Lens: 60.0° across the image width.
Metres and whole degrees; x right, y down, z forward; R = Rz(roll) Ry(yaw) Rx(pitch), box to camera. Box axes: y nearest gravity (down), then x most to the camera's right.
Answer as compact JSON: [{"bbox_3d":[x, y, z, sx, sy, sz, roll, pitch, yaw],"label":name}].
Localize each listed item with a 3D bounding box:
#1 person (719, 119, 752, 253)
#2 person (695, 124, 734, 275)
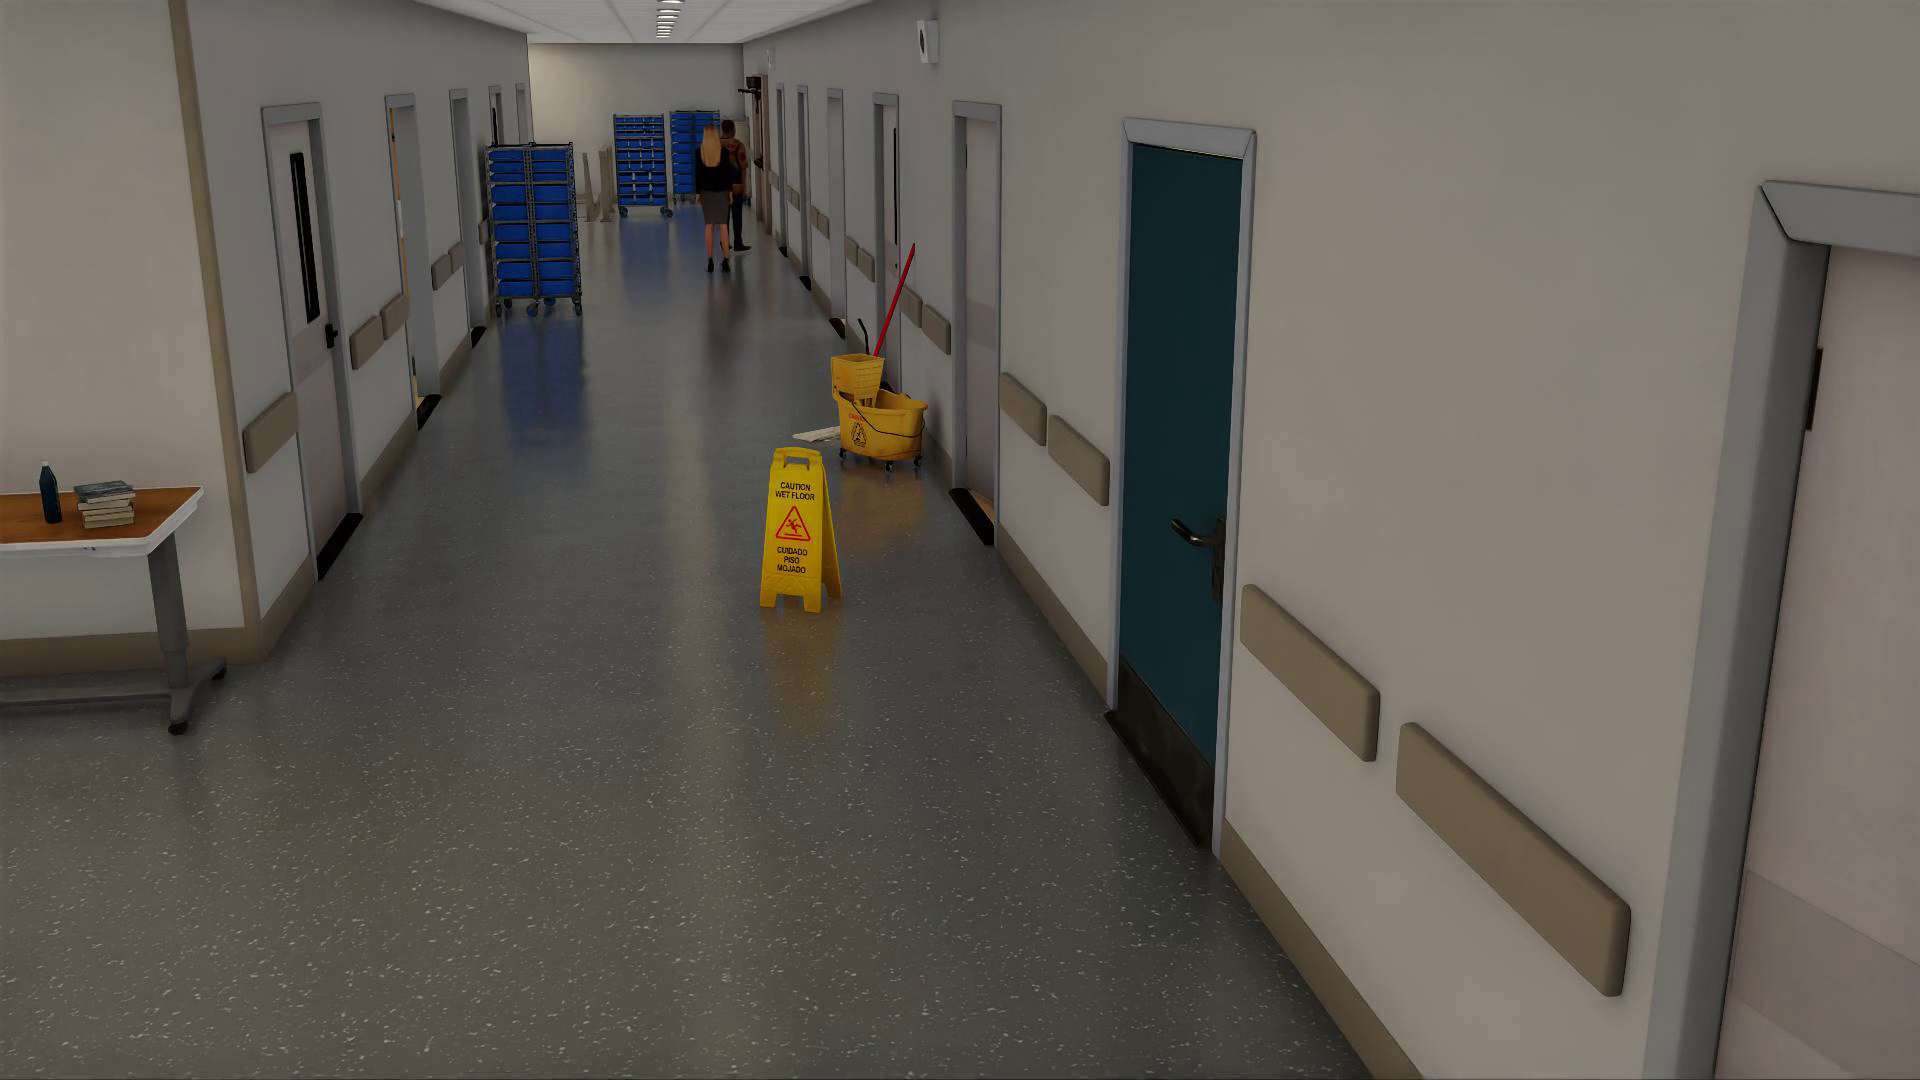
[{"bbox_3d":[-3.223,-4.965,23.294,0.816,1.807,0.842,6,17,21],"label":"person"},{"bbox_3d":[-3.092,-4.298,20.939,0.628,1.841,0.557,-1,16,-5],"label":"person"}]
